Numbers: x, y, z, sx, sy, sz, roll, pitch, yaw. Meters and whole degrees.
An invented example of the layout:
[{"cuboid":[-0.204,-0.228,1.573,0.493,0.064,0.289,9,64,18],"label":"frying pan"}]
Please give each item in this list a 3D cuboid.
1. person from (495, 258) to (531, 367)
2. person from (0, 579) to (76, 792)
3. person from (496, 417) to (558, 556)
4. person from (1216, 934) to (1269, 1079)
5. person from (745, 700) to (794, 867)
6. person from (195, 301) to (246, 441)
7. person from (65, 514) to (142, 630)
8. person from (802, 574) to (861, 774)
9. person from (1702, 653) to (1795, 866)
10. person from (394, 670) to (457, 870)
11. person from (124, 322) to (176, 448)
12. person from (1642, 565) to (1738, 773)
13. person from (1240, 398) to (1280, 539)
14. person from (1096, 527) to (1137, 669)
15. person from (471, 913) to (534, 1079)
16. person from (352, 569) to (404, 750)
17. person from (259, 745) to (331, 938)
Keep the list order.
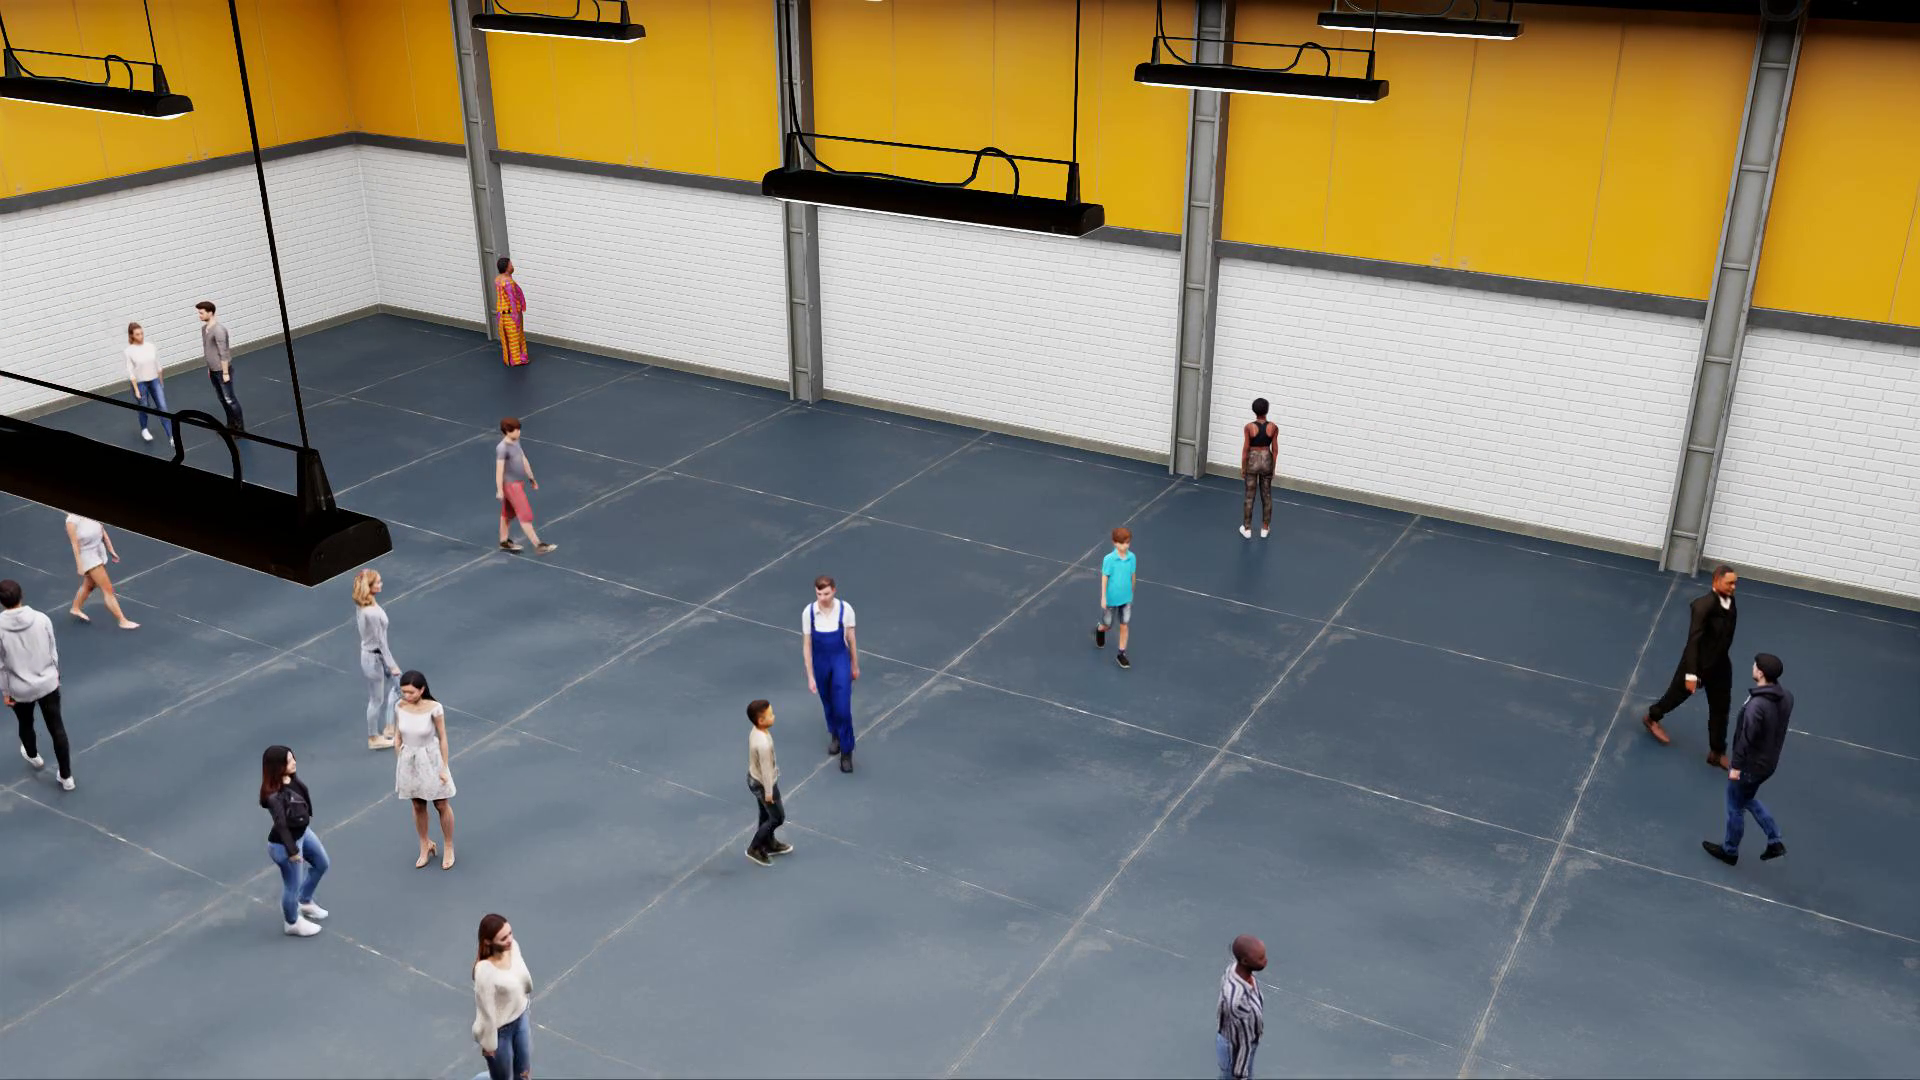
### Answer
[{"cuboid":[-6.918,-3.551,25.611,0.811,1.686,0.722,-16,28,-32],"label":"person"},{"cuboid":[-7.931,1.287,14.292,0.907,1.888,1.186,-21,31,-39],"label":"person"},{"cuboid":[-5.178,-0.616,18.978,1.083,1.622,0.815,5,24,10],"label":"person"},{"cuboid":[1.674,3.154,10.137,0.688,1.794,0.711,3,24,6],"label":"person"},{"cuboid":[-1.621,1.943,13.329,0.788,1.457,0.728,-7,25,-15],"label":"person"},{"cuboid":[-9.992,-2.309,22.502,0.577,1.900,0.771,19,30,37],"label":"person"},{"cuboid":[-9.063,0.183,17.217,1.135,1.569,0.853,3,24,7],"label":"person"},{"cuboid":[-1.137,1.081,14.851,1.014,1.818,0.958,0,24,1],"label":"person"},{"cuboid":[6.343,1.801,13.127,0.871,1.879,0.992,-16,28,-32],"label":"person"},{"cuboid":[-4.256,1.817,13.220,0.699,1.777,0.804,3,24,7],"label":"person"},{"cuboid":[-10.904,-2.057,22.213,1.211,1.670,0.824,21,31,40],"label":"person"},{"cuboid":[6.544,1.076,14.809,1.172,1.860,1.380,-12,26,-26],"label":"person"},{"cuboid":[3.485,-0.850,19.417,0.610,1.699,0.716,0,24,0],"label":"person"},{"cuboid":[1.546,0.529,16.585,0.832,1.439,0.894,-7,25,-15],"label":"person"},{"cuboid":[-2.950,3.059,10.503,0.969,1.676,0.770,6,24,14],"label":"person"},{"cuboid":[-5.309,1.098,14.858,0.806,1.781,0.744,-9,25,-19],"label":"person"},{"cuboid":[-5.073,2.248,12.420,0.807,1.626,0.775,-3,24,-7],"label":"person"}]
